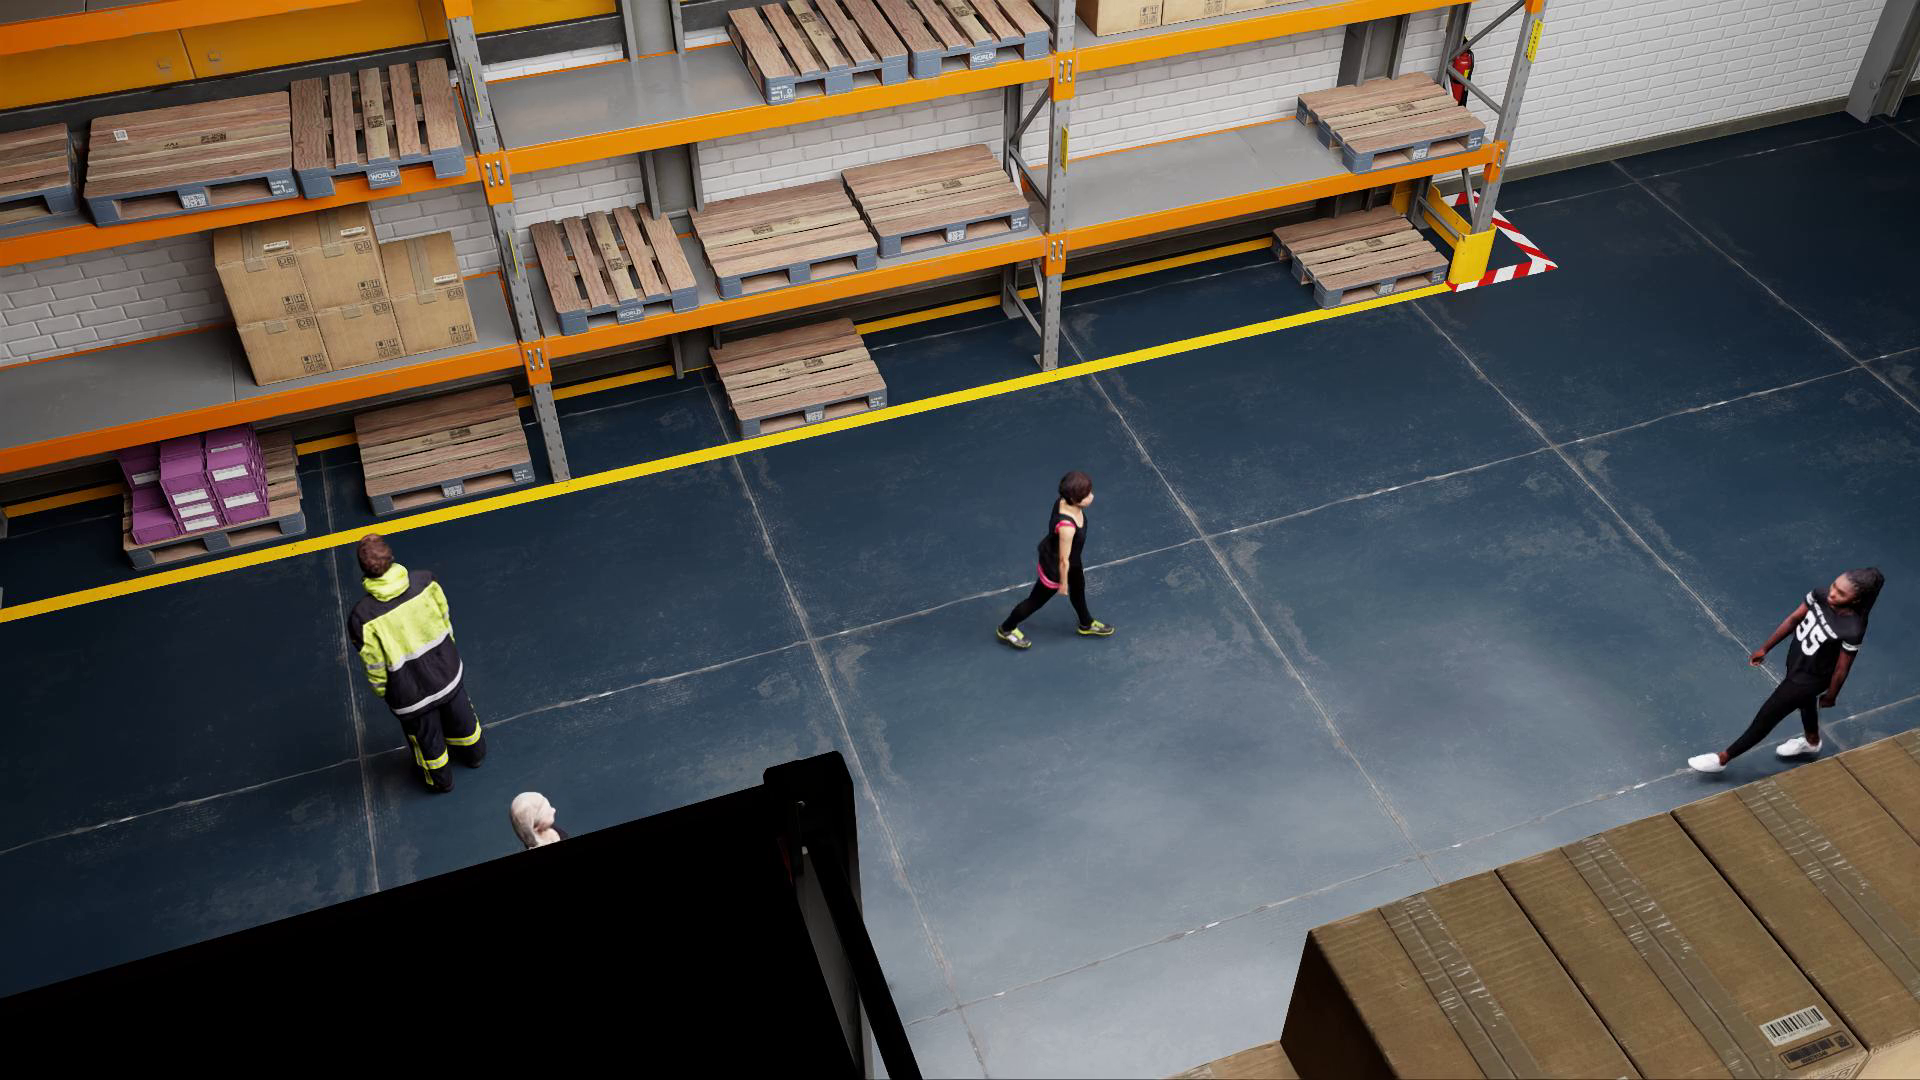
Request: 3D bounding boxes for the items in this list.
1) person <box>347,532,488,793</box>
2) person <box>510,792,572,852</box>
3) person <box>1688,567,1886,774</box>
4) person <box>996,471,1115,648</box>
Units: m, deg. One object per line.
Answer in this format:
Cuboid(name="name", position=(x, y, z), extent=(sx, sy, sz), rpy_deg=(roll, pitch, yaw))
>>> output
Cuboid(name="person", position=(-3.266, 0.739, 9.943), extent=(0.933, 1.979, 0.797), rpy_deg=(30, 51, 28))
Cuboid(name="person", position=(-2.190, 1.962, 8.790), extent=(1.178, 1.798, 0.734), rpy_deg=(-23, 48, -22))
Cuboid(name="person", position=(5.206, 0.798, 10.098), extent=(1.234, 1.680, 0.833), rpy_deg=(-3, 44, -4))
Cuboid(name="person", position=(0.578, 0.137, 10.920), extent=(1.091, 1.504, 0.869), rpy_deg=(6, 44, 6))
